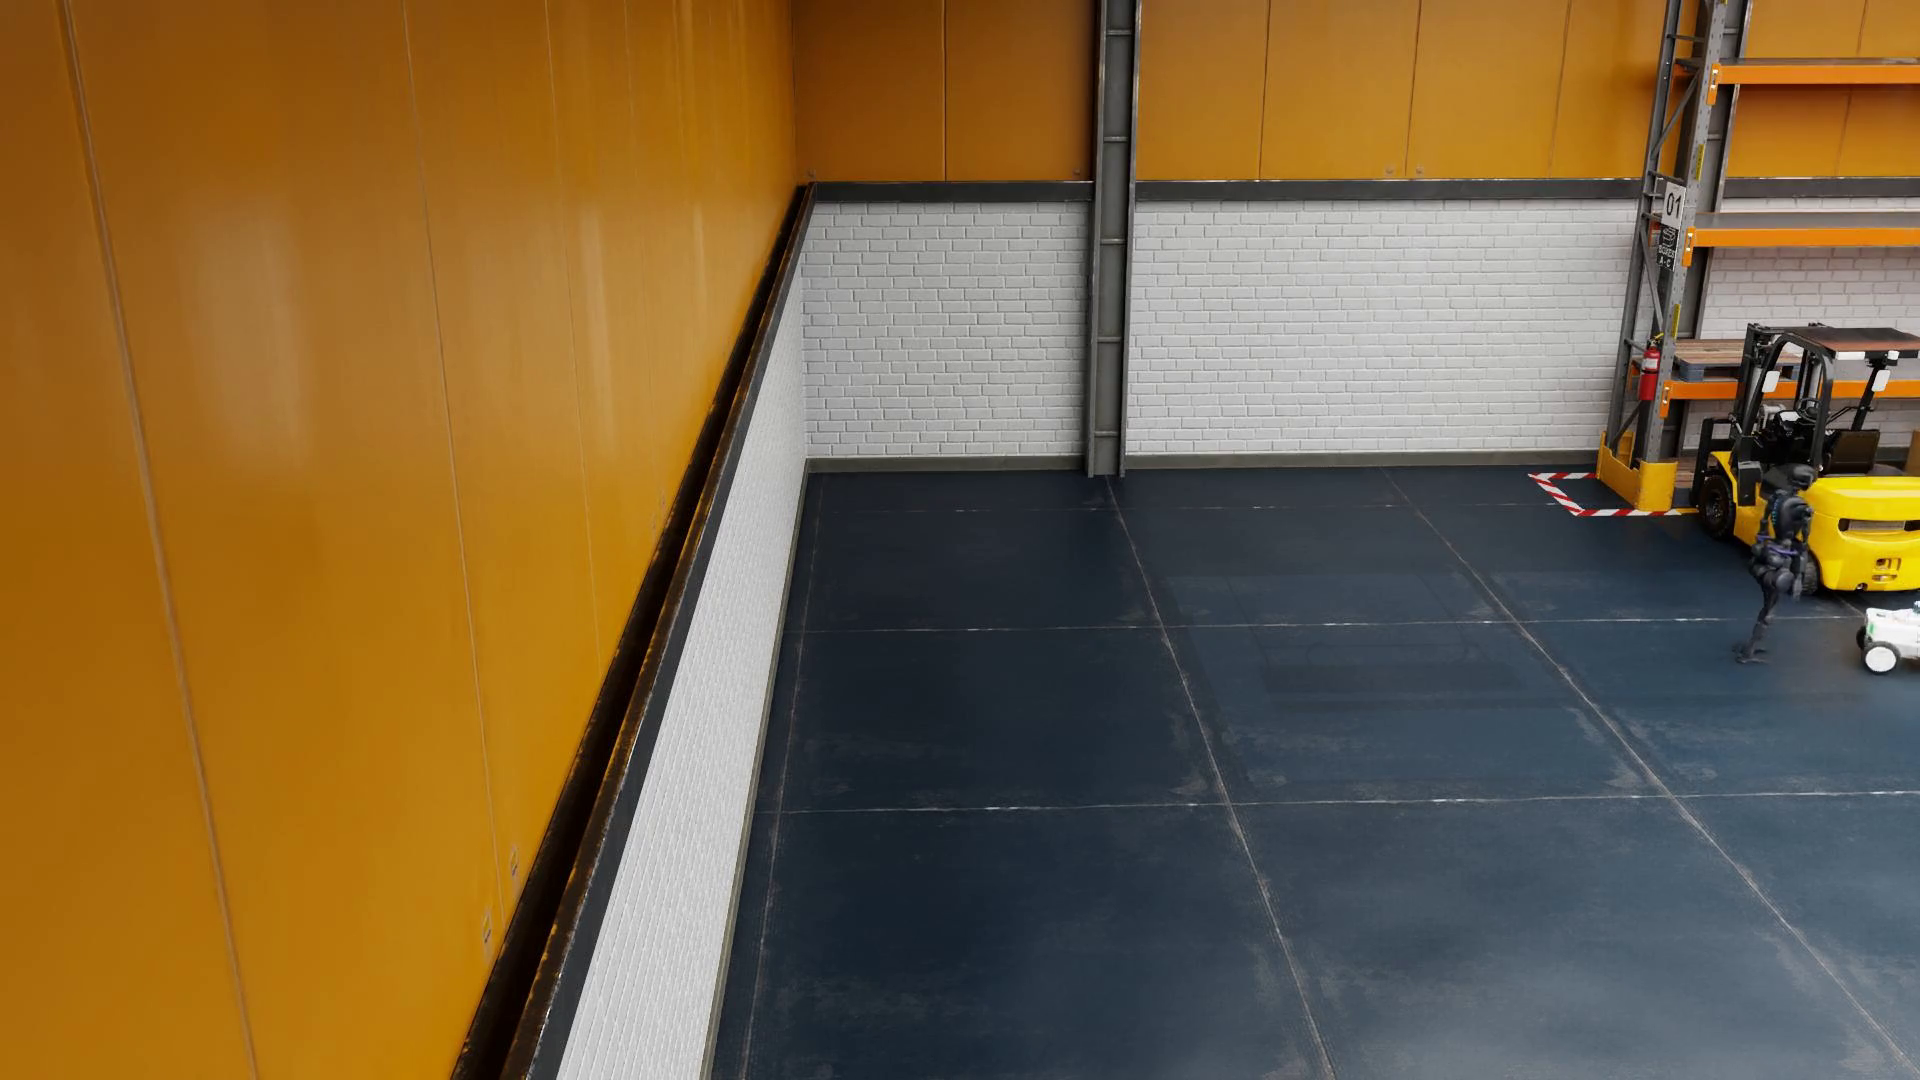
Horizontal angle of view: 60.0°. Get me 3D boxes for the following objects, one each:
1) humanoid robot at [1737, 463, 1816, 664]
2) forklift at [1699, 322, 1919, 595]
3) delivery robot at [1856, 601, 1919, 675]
[{"bbox_3d":[6.400,0.177,13.038,0.402,1.645,0.602,-2,20,-7],"label":"humanoid robot"},{"bbox_3d":[7.809,-0.792,14.926,1.214,2.155,2.313,-1,20,-2],"label":"forklift"},{"bbox_3d":[7.467,0.775,13.046,0.797,0.599,0.499,8,22,22],"label":"delivery robot"}]
